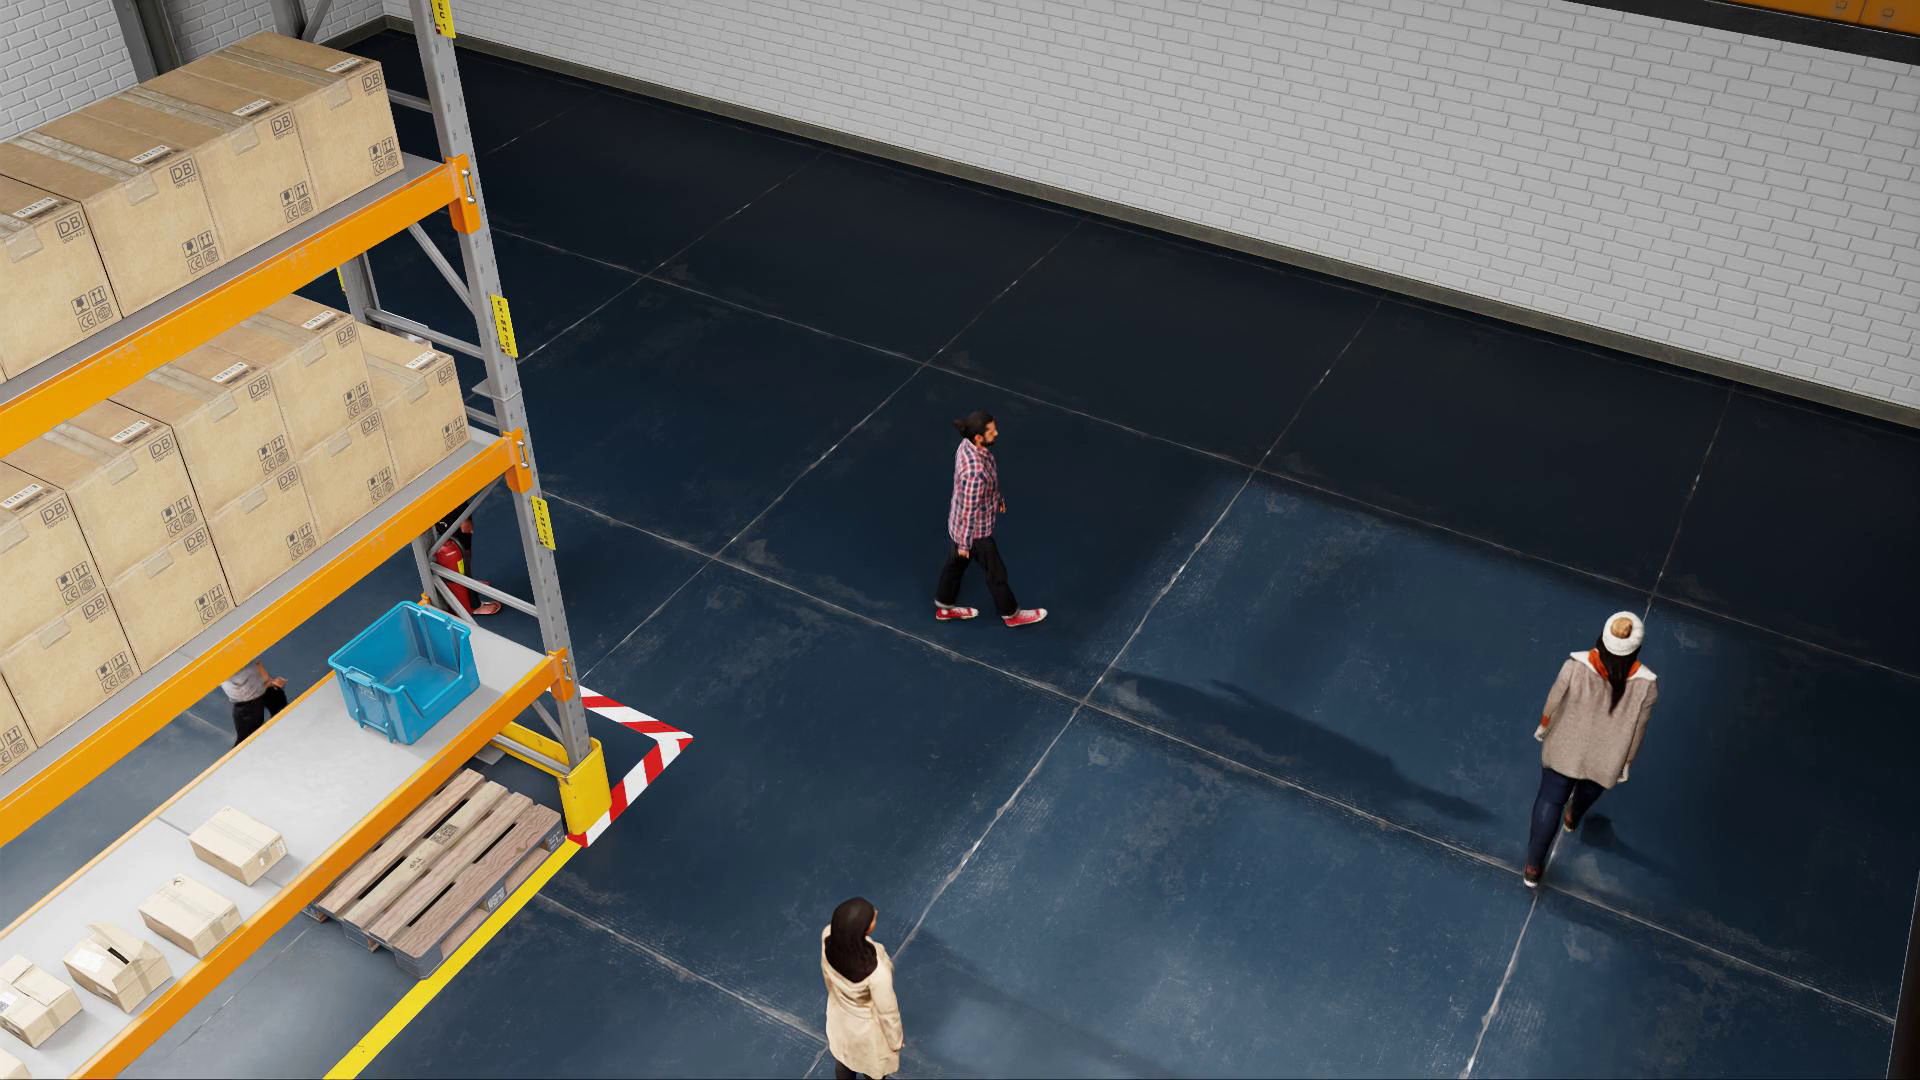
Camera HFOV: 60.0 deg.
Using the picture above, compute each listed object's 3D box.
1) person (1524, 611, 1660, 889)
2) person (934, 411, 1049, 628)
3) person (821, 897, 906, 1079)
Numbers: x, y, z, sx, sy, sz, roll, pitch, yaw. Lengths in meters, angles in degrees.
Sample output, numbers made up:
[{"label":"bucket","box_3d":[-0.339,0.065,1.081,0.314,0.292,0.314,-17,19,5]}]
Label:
[{"label":"person","box_3d":[3.475,1.175,9.273,0.768,1.853,1.164,16,41,19]},{"label":"person","box_3d":[0.015,-0.108,10.979,1.087,1.729,1.070,-5,39,-6]},{"label":"person","box_3d":[-0.473,2.303,7.999,0.627,1.682,0.697,-32,48,-33]}]
